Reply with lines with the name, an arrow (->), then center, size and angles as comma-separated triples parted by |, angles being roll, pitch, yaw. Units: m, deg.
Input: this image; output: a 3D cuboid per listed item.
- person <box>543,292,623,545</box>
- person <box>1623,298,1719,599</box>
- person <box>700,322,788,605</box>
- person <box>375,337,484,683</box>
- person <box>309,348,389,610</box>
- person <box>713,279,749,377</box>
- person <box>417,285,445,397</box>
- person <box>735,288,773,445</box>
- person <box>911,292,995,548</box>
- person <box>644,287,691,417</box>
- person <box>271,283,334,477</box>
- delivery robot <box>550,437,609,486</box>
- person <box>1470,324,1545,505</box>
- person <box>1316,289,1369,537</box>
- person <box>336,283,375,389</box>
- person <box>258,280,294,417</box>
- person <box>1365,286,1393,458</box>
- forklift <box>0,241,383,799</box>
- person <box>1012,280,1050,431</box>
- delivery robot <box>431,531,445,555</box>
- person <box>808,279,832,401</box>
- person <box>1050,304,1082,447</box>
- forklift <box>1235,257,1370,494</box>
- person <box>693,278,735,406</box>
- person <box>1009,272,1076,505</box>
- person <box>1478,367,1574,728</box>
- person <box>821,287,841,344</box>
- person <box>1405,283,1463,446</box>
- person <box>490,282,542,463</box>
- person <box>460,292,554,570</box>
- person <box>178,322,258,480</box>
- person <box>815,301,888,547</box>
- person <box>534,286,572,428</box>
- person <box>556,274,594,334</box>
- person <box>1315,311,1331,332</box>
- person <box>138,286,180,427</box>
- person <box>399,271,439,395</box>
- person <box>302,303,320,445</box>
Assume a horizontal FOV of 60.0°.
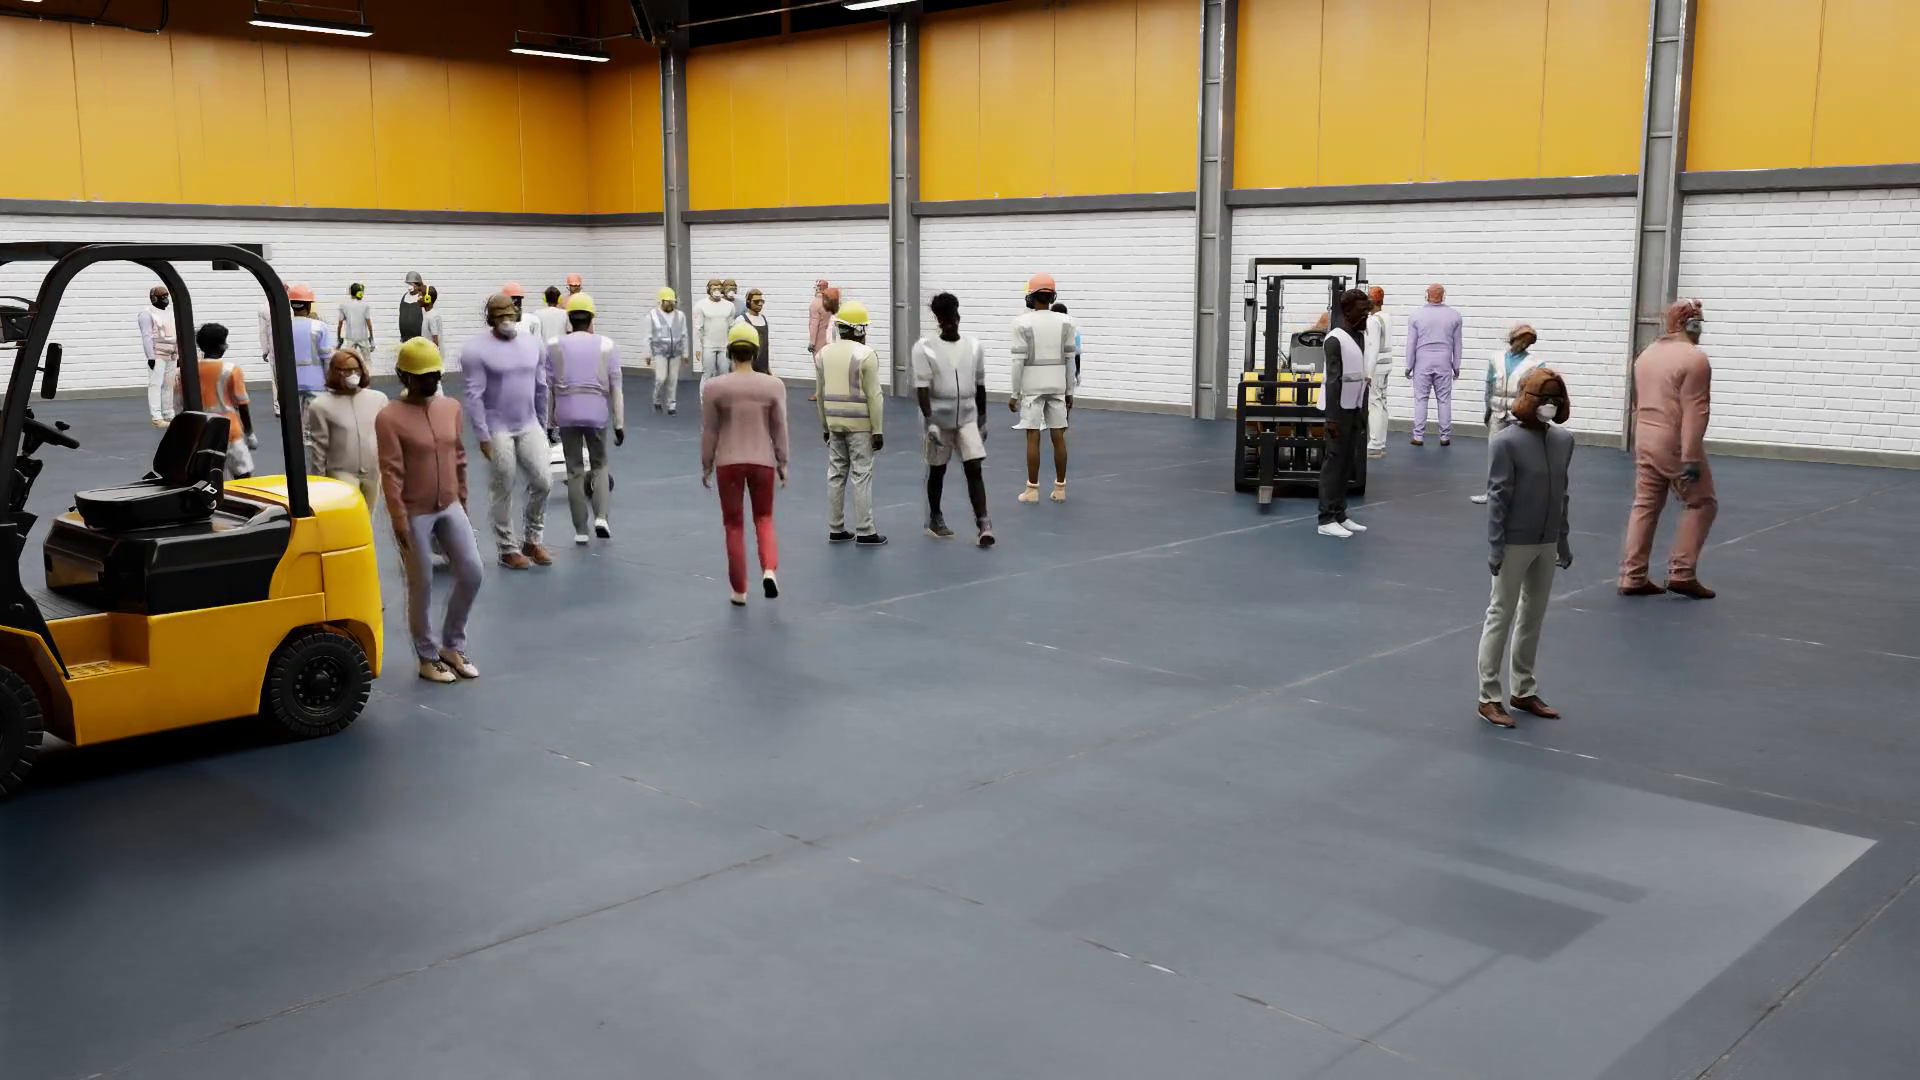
person -> -2.853, -0.915, 12.570 | 0.589, 1.901, 0.470 | -3, 10, -15
person -> 4.521, -0.565, 10.456 | 0.662, 1.880, 0.673 | -2, 9, -12
person -> -1.331, -0.464, 10.261 | 0.526, 1.754, 0.362 | -3, 10, -16
person -> -2.609, -0.134, 8.231 | 0.454, 1.742, 0.539 | 7, 11, 35
person -> -3.765, -0.400, 10.327 | 0.846, 1.591, 0.508 | 9, 13, 43
person -> -3.322, -2.773, 23.859 | 0.644, 1.931, 0.389 | -4, 10, -21
person -> -6.556, -2.218, 20.632 | 0.327, 1.874, 0.519 | -2, 10, -15
person -> -2.389, -2.002, 19.381 | 0.331, 1.844, 0.519 | 7, 12, 37
person -> -0.047, -0.898, 12.463 | 0.630, 1.901, 0.989 | -3, 10, -20
person -> -4.072, -2.609, 23.188 | 0.609, 1.816, 0.426 | -5, 11, -30
person -> -6.229, -1.468, 15.830 | 0.551, 1.935, 0.375 | -1, 9, -6
delivery robot -> -3.551, -0.694, 15.021 | 0.707, 0.478, 0.477 | -4, 10, -22
person -> 4.702, -1.052, 14.286 | 0.384, 1.605, 0.656 | -8, 12, -41
person -> 2.995, -0.995, 12.986 | 0.391, 1.918, 0.590 | 6, 11, 35
person -> -9.704, -3.196, 26.719 | 0.643, 1.840, 0.625 | -1, 9, -6
person -> -9.432, -2.666, 23.268 | 0.637, 1.911, 0.403 | -2, 9, -12
person -> 4.559, -1.842, 18.282 | 0.358, 1.885, 0.572 | 5, 11, 29
forklift -> -3.706, -0.171, 7.093 | 1.214, 2.155, 2.313 | 9, 13, 43
person -> 0.936, -2.360, 21.328 | 0.363, 1.928, 0.587 | -9, 13, -44
delivery robot -> -3.631, -0.125, 11.533 | 0.477, 0.478, 0.707 | -3, 10, -18
person -> -2.175, -3.135, 26.145 | 0.409, 1.909, 0.641 | 6, 11, 31
person -> 1.145, -1.953, 19.645 | 0.556, 1.646, 0.856 | 0, 9, -2
forklift -> 3.309, -1.629, 16.029 | 1.214, 2.155, 2.313 | 2, 9, 11
person -> -3.425, -2.687, 23.295 | 0.633, 1.938, 0.356 | -6, 11, -31
person -> 0.719, -1.329, 14.648 | 0.605, 2.045, 0.381 | -3, 10, -17
person -> 2.597, 0.029, 7.578 | 0.503, 1.631, 0.282 | -5, 11, -28
person -> -1.448, -2.116, 20.095 | 0.560, 1.847, 0.612 | -2, 10, -14
person -> 5.547, -2.054, 19.516 | 0.652, 1.906, 0.403 | 1, 9, 6
person -> -4.751, -1.791, 17.828 | 0.543, 1.932, 0.376 | -5, 11, -28
person -> -3.055, -0.727, 11.354 | 0.640, 1.914, 0.543 | -8, 12, -41
person -> -5.485, -0.752, 12.232 | 0.543, 1.684, 0.411 | 2, 9, 13
person -> -0.797, -0.862, 12.432 | 0.599, 1.832, 0.404 | 7, 12, 37
person -> -5.310, -2.400, 21.811 | 0.506, 1.851, 0.696 | -1, 9, -8
person -> -6.025, -3.167, 26.067 | 0.611, 1.996, 0.378 | -6, 11, -34
person -> 3.860, -1.629, 17.767 | 0.448, 1.622, 0.504 | 9, 13, 44
person -> -10.495, -2.411, 21.903 | 0.430, 1.845, 0.620 | 2, 9, 10
person -> -8.884, -3.365, 27.144 | 0.675, 2.000, 0.537 | 3, 10, 17
person -> -7.498, -1.947, 19.430 | 0.757, 1.719, 0.487 | -1, 9, -7
